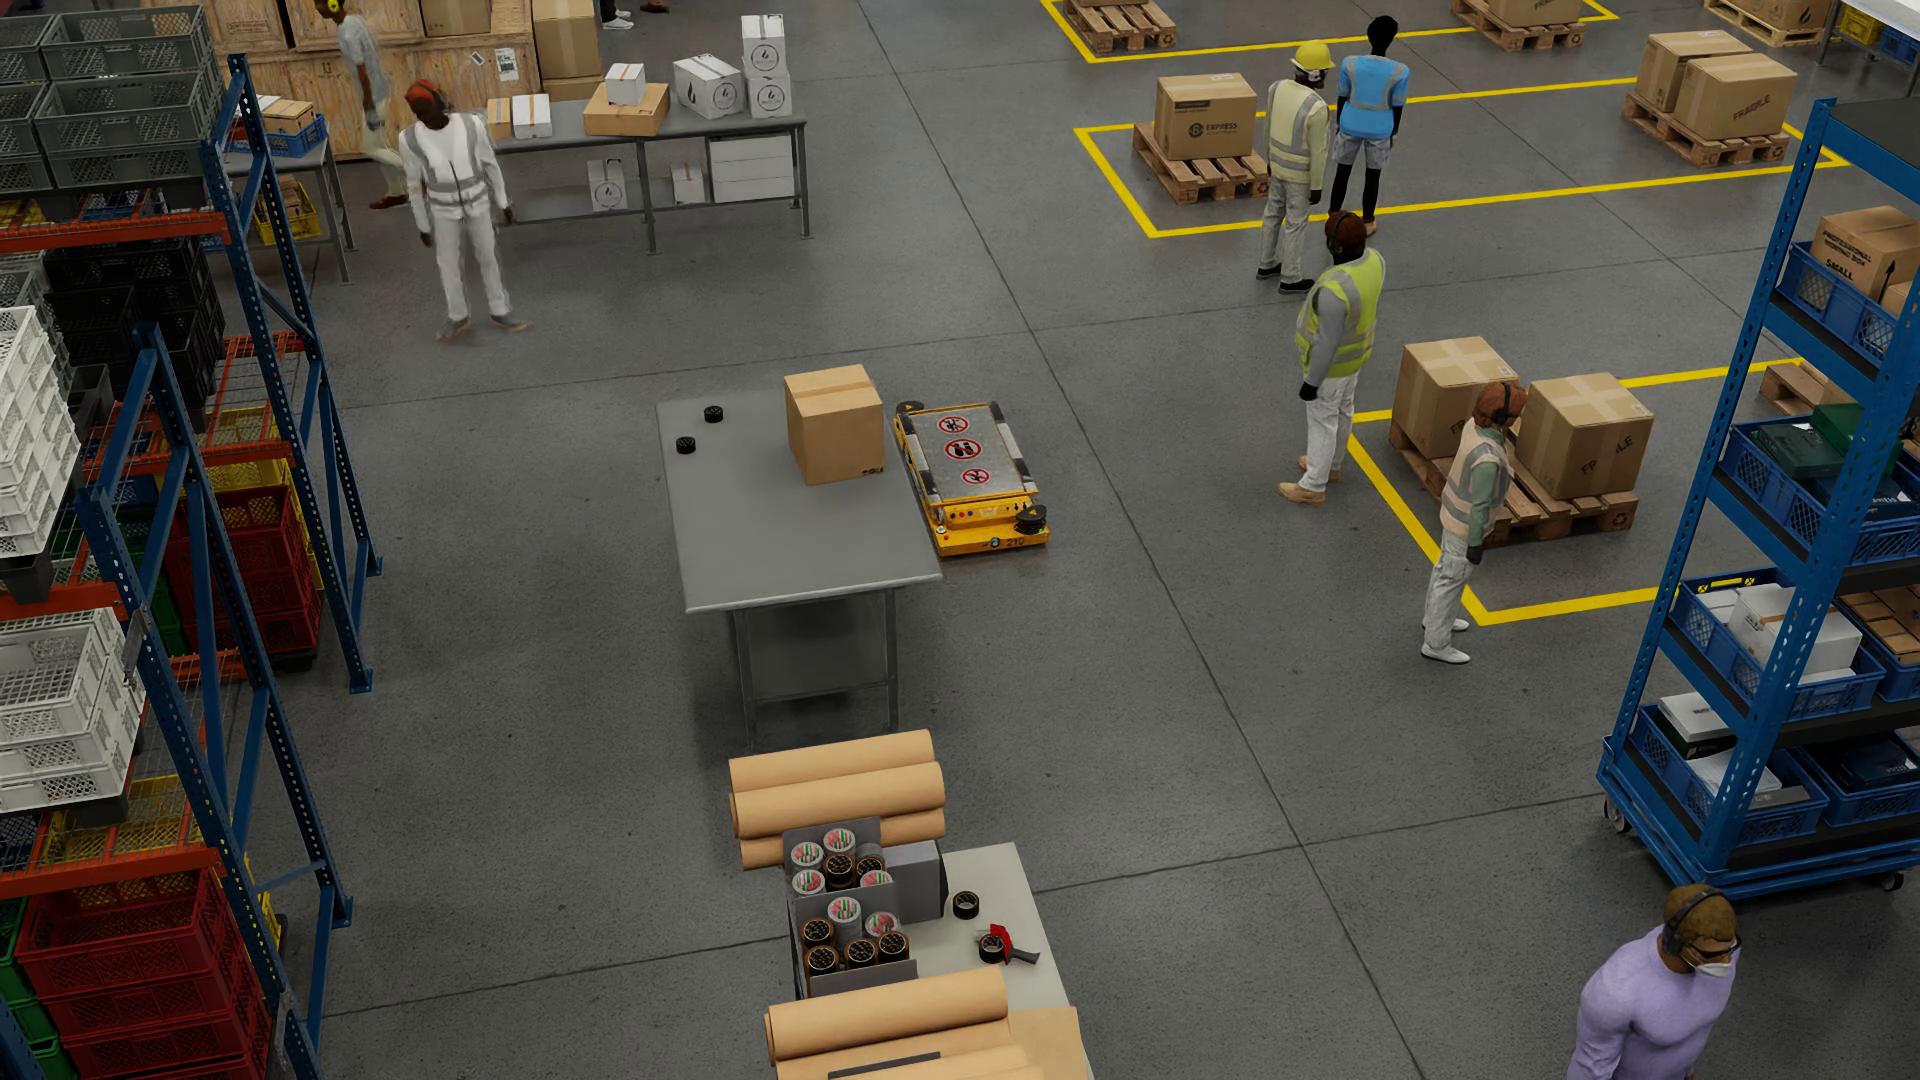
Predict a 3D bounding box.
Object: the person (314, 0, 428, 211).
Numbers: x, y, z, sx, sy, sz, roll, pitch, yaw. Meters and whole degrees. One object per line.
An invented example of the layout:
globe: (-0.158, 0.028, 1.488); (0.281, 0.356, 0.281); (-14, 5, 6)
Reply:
person: (-4.526, -3.394, 12.790); (0.525, 1.835, 0.542); (-14, 39, -18)

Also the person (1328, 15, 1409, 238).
person: (3.055, -3.092, 12.507); (0.529, 1.688, 0.318); (15, 39, 19)

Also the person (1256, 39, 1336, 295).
person: (2.387, -2.638, 11.778); (0.404, 1.828, 0.603); (-18, 40, -22)

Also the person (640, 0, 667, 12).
person: (-3.347, -6.258, 16.624); (0.900, 1.859, 0.654); (17, 40, 21)

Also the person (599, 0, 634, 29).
person: (-3.454, -5.962, 16.183); (0.383, 1.909, 0.584); (-9, 38, -11)

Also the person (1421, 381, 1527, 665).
person: (2.607, -0.096, 8.528); (0.313, 1.634, 0.514); (6, 37, 8)

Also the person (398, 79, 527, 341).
person: (-3.351, -2.222, 11.200); (0.662, 1.864, 0.348); (-14, 39, -18)

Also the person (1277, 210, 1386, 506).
person: (2.143, -1.049, 9.638); (0.430, 1.840, 0.619); (22, 42, 27)

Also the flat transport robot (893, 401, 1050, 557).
flat transport robot: (0.046, -0.430, 10.108); (0.652, 0.197, 1.431); (-8, 37, -10)

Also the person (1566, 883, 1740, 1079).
person: (2.281, 1.852, 5.655); (0.631, 1.940, 0.372); (-20, 41, -25)
